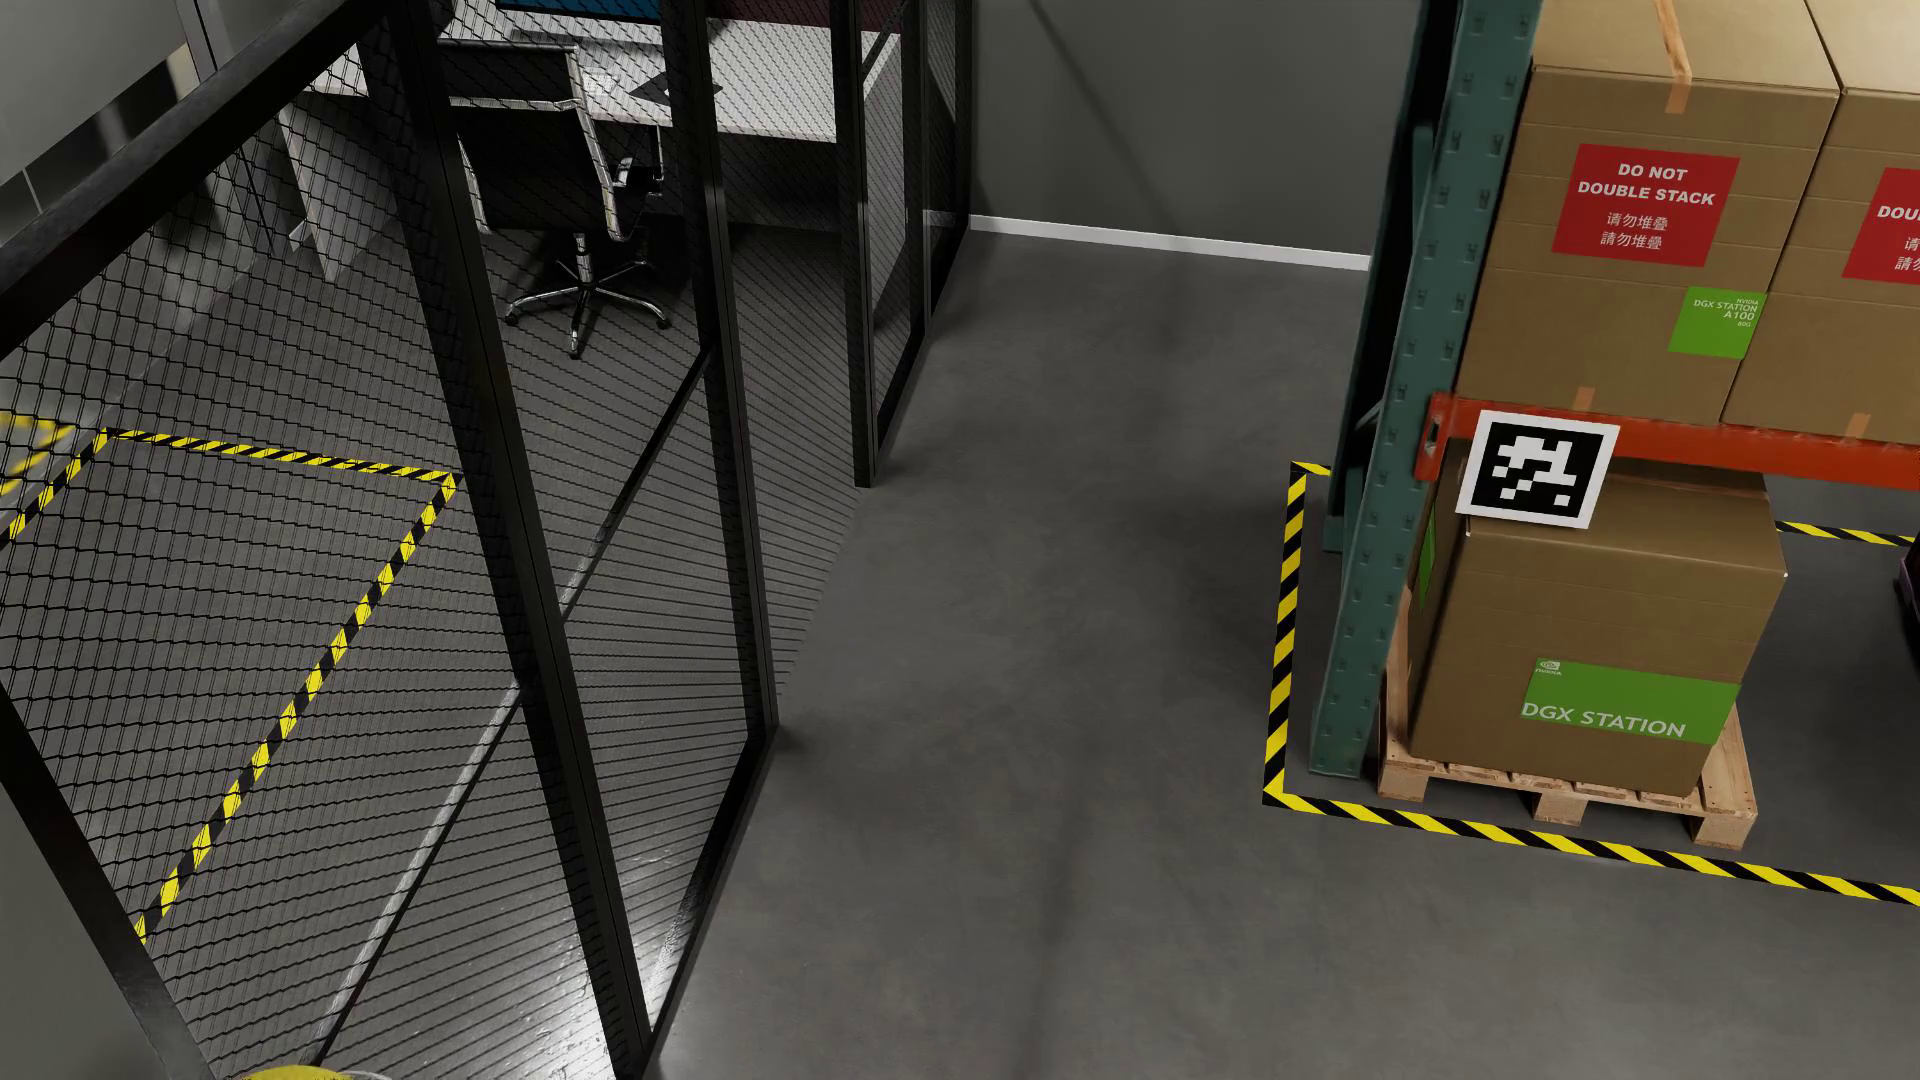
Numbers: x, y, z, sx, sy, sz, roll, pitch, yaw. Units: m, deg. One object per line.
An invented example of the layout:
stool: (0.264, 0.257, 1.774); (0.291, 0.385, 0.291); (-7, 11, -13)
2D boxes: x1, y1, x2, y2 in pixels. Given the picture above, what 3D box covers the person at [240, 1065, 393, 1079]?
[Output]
person: (-0.663, 1.227, 2.163); (0.591, 1.833, 0.404); (14, 43, 15)
